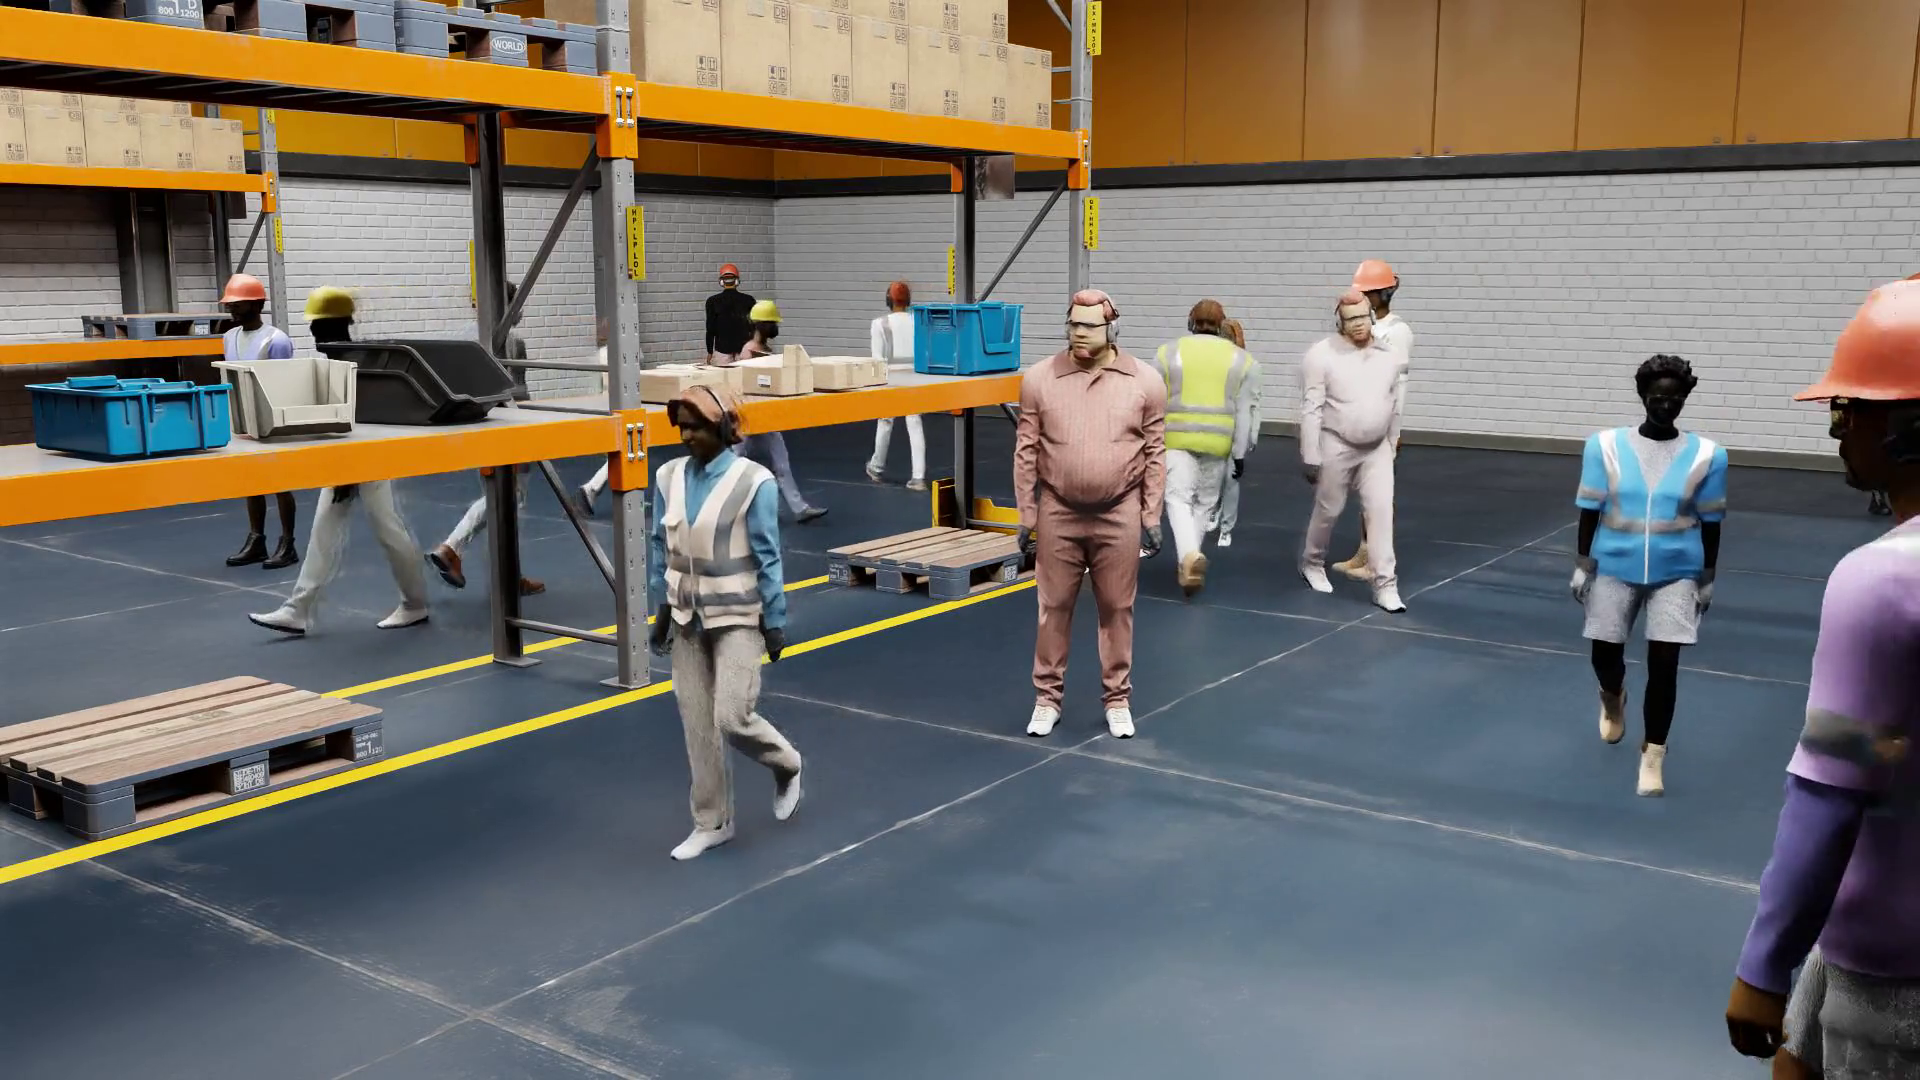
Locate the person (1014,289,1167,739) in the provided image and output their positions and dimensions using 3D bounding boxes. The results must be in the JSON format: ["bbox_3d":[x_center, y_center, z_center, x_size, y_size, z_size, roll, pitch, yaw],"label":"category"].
[{"bbox_3d":[0.549,-0.100,7.041,0.644,1.905,0.400,1,10,6],"label":"person"}]

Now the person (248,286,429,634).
[{"bbox_3d":[-3.336,-0.408,8.926,0.973,1.875,0.612,-9,13,-44],"label":"person"}]

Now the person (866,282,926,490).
[{"bbox_3d":[-0.551,-1.386,14.920,0.605,1.824,1.000,-4,10,-23],"label":"person"}]

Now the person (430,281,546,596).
[{"bbox_3d":[-2.803,-0.585,9.881,0.564,1.925,0.639,-8,12,-40],"label":"person"}]

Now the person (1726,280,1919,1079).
[{"bbox_3d":[1.490,0.584,2.717,0.627,1.997,0.955,-8,12,-39],"label":"person"}]

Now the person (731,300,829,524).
[{"bbox_3d":[-1.493,-0.946,12.628,0.893,1.720,0.534,3,10,16],"label":"person"}]

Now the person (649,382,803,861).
[{"bbox_3d":[-0.789,0.269,5.678,0.505,1.625,0.456,6,11,33],"label":"person"}]

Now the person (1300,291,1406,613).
[{"bbox_3d":[2.317,-0.541,9.860,0.658,1.858,0.984,-2,10,-13],"label":"person"}]

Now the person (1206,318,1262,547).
[{"bbox_3d":[1.896,-0.778,11.888,0.514,1.621,0.435,3,10,18],"label":"person"}]

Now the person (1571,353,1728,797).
[{"bbox_3d":[2.662,0.109,6.441,0.541,1.679,0.562,4,10,23],"label":"person"}]

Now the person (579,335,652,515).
[{"bbox_3d":[-2.756,-1.002,13.278,0.511,1.608,0.718,8,12,40],"label":"person"}]

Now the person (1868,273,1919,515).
[{"bbox_3d":[7.538,-1.148,13.223,0.540,1.929,0.385,1,10,4],"label":"person"}]

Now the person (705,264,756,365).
[{"bbox_3d":[-2.649,-2.202,19.320,0.611,1.985,0.393,-2,10,-15],"label":"person"}]

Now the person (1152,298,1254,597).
[{"bbox_3d":[1.440,-0.559,10.084,0.660,1.805,0.815,0,10,3],"label":"person"}]

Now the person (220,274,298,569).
[{"bbox_3d":[-4.624,-0.772,10.944,0.547,1.938,0.379,4,10,22],"label":"person"}]

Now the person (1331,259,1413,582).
[{"bbox_3d":[2.601,-0.756,10.594,0.404,2.033,0.612,-2,10,-12],"label":"person"}]
